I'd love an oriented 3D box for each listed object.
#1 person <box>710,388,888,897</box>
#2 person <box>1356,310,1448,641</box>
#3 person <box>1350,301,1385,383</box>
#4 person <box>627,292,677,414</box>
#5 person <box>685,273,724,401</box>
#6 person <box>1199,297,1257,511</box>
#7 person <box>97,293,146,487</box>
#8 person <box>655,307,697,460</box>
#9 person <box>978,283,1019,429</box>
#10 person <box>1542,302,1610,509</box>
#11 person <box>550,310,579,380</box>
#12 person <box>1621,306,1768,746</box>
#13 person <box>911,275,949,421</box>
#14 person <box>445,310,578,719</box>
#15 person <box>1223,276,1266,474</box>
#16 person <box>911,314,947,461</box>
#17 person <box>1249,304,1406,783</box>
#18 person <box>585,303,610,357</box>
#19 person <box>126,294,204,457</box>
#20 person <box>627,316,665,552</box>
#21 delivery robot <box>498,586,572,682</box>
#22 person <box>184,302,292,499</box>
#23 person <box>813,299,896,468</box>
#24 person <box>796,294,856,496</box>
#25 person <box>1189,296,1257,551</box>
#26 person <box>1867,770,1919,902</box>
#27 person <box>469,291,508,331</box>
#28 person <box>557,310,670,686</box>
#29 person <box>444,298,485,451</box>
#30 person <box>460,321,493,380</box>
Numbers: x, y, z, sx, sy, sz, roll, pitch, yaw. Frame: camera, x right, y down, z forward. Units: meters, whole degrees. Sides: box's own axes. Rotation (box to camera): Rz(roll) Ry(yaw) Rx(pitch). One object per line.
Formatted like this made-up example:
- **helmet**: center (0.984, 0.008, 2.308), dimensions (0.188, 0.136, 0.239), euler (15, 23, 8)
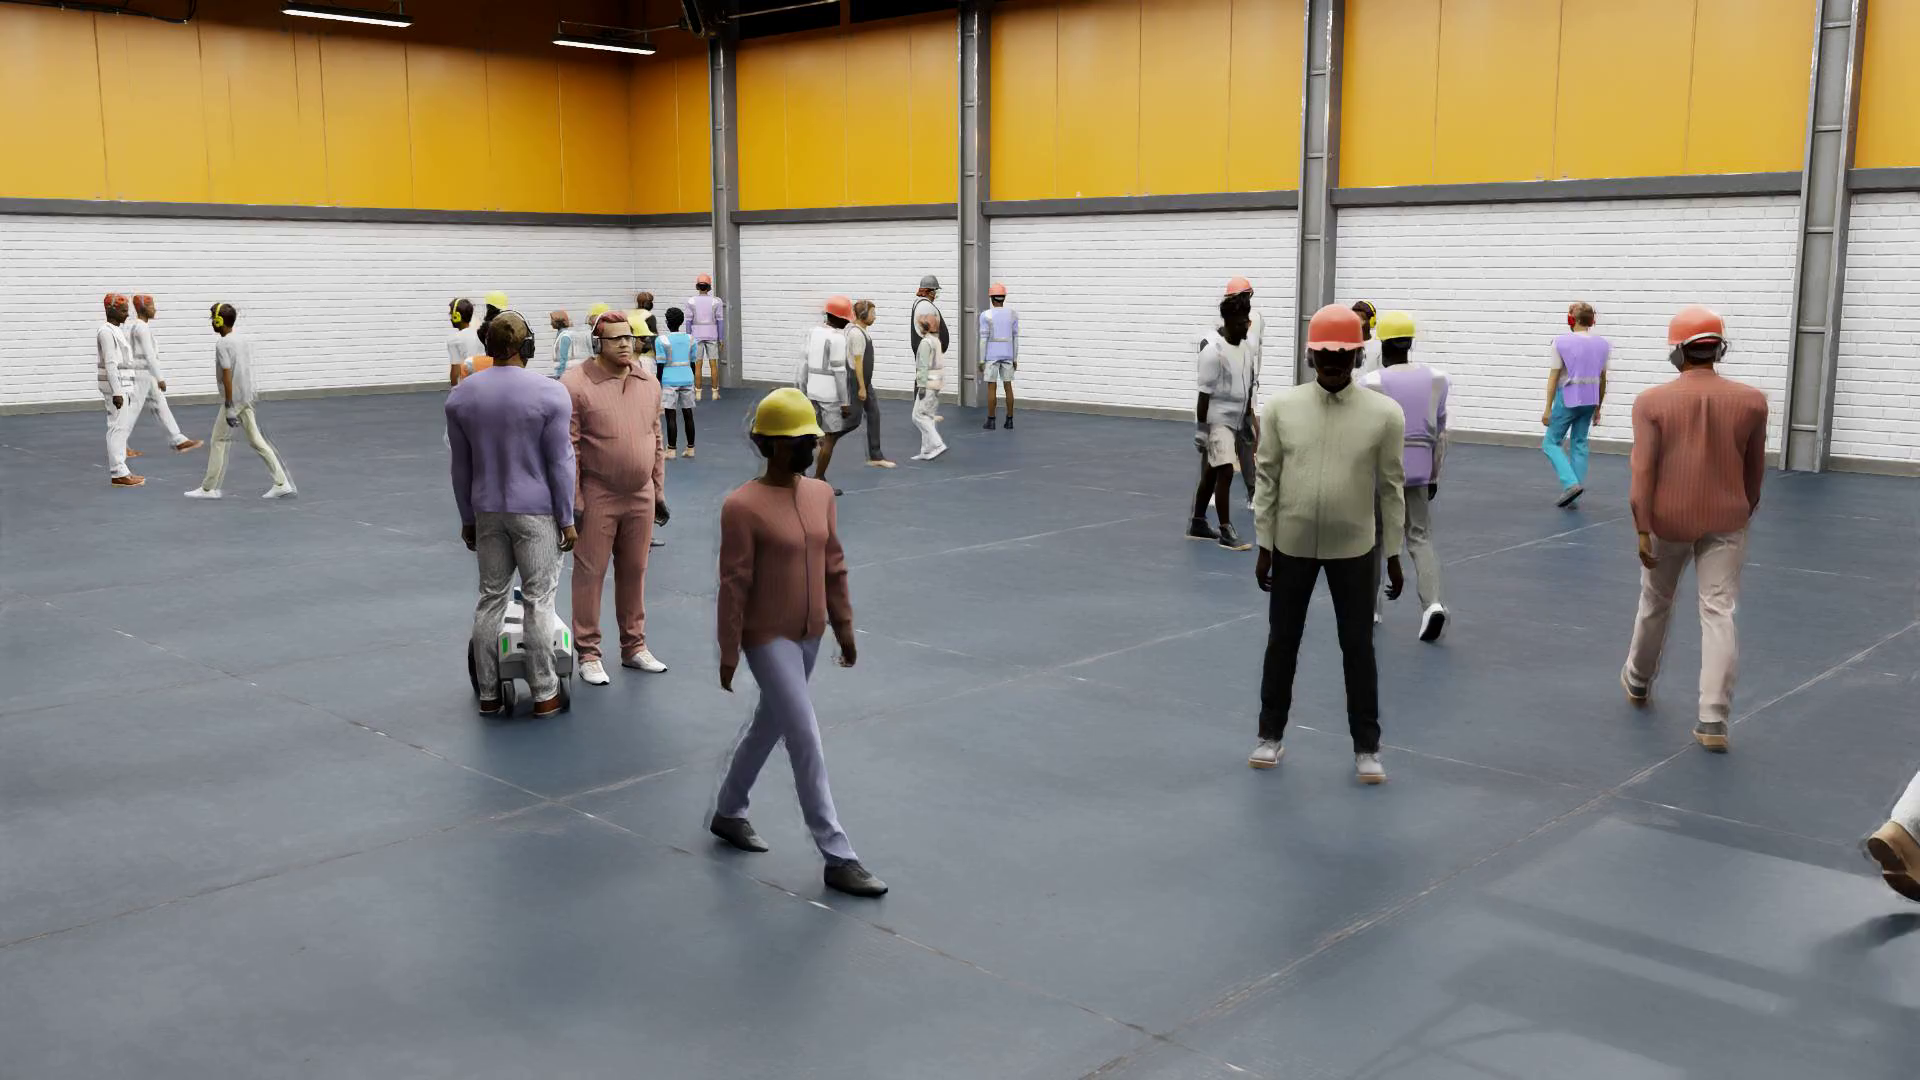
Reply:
- **person**: center (-0.607, 0.324, 5.809), dimensions (0.893, 1.720, 0.535), euler (6, 11, 35)
- **person**: center (2.552, -0.384, 9.632), dimensions (0.587, 1.894, 0.890), euler (-1, 9, -6)
- **person**: center (3.338, -1.047, 13.802), dimensions (0.330, 1.861, 0.506), euler (-8, 12, -40)
- **person**: center (-4.541, -2.681, 24.030), dimensions (0.979, 1.789, 0.652), euler (-7, 12, -37)
- **person**: center (-4.109, -3.259, 26.785), dimensions (0.611, 2.043, 0.374), euler (-1, 9, -9)
- **person**: center (2.390, -1.182, 14.564), dimensions (0.616, 1.864, 0.978), euler (-4, 10, -23)
- **person**: center (-8.213, -1.461, 16.239), dimensions (0.355, 1.887, 0.574), euler (-4, 10, -21)
- **person**: center (-3.155, -1.733, 18.489), dimensions (0.535, 1.697, 0.318), euler (-8, 13, -42)
- **person**: center (0.503, -2.430, 22.024), dimensions (0.555, 1.935, 0.377), euler (-3, 10, -18)
- **person**: center (5.393, -1.167, 14.593), dimensions (0.604, 1.830, 0.431), euler (-2, 10, -14)
- **person**: center (-4.922, -1.991, 20.322), dimensions (0.765, 1.606, 0.531), euler (-4, 10, -22)
- **person**: center (3.368, -0.093, 7.663), dimensions (0.606, 1.936, 1.060), euler (2, 10, 13)
- **person**: center (-0.413, -2.682, 23.253), dimensions (0.535, 2.000, 0.686), euler (-2, 10, -14)
- **person**: center (-2.104, -0.112, 7.858), dimensions (0.623, 1.932, 0.369), euler (2, 10, 14)
- **person**: center (2.891, -1.710, 17.294), dimensions (0.615, 2.038, 0.395), euler (-9, 13, -43)
- **person**: center (-0.357, -1.667, 18.281), dimensions (0.400, 1.630, 0.566), euler (2, 10, 14)
- **person**: center (1.528, 0.007, 6.958), dimensions (0.615, 1.992, 0.392), euler (2, 10, 15)
- **person**: center (-4.170, -1.930, 19.649), dimensions (0.717, 1.721, 0.488), euler (3, 10, 16)
- **person**: center (-9.177, -1.853, 18.825), dimensions (0.996, 1.829, 0.601), euler (-5, 11, -28)
- **person**: center (-2.428, -0.794, 12.513), dimensions (0.306, 1.772, 0.527), euler (2, 9, 10)
- **delivery robot**: center (-2.136, 0.470, 8.185), dimensions (0.477, 0.478, 0.707), euler (-4, 10, -22)
- **person**: center (-6.659, -1.271, 15.307), dimensions (0.991, 1.823, 0.553), euler (1, 9, 6)
- **person**: center (-1.132, -1.649, 17.668), dimensions (0.846, 1.806, 0.517), euler (2, 9, 9)
- **person**: center (-1.280, -1.342, 15.521), dimensions (0.491, 1.885, 0.678), euler (-7, 12, -37)
- **person**: center (2.009, -0.894, 12.707), dimensions (0.689, 1.924, 0.628), euler (7, 12, 36)
- **person**: center (3.383, 0.340, 5.406), dimensions (0.691, 1.820, 0.641), euler (-4, 10, -23)
- **person**: center (-5.143, -1.795, 18.294), dimensions (0.601, 1.880, 0.602), euler (-4, 10, -22)
- **person**: center (-1.769, -0.224, 8.594), dimensions (0.640, 1.910, 0.401), euler (-9, 13, -44)
- **person**: center (-4.526, -1.294, 15.307), dimensions (0.392, 1.853, 0.534), euler (6, 11, 31)
- **person**: center (-3.943, -1.005, 14.064), dimensions (0.536, 1.689, 0.324), euler (-1, 9, -5)
